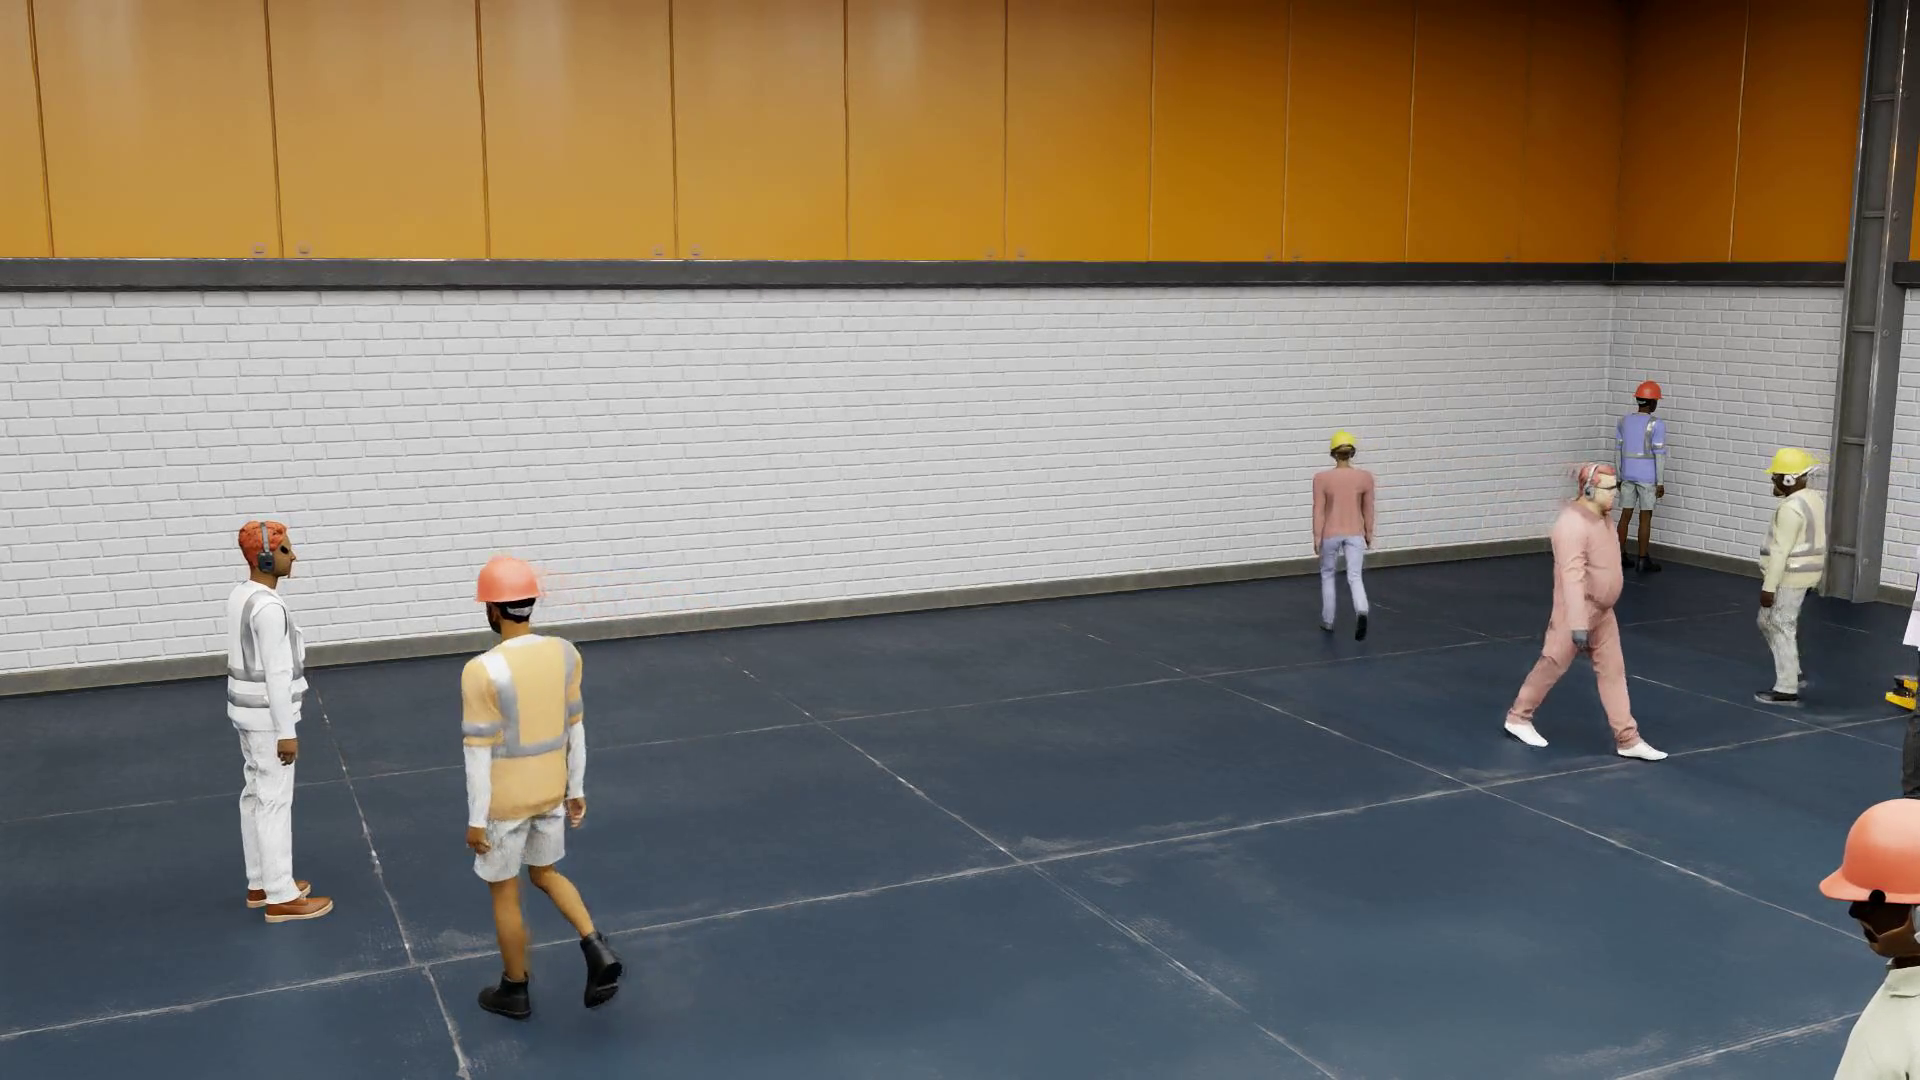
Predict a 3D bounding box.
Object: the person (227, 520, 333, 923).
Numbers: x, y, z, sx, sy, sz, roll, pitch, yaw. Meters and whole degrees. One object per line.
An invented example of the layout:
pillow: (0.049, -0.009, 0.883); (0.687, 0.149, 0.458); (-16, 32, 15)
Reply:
person: (-3.243, 0.844, 7.825); (0.359, 1.882, 0.575); (-7, 11, -36)

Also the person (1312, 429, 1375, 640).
person: (3.190, -0.042, 13.778); (0.530, 1.736, 0.775); (0, 9, -1)

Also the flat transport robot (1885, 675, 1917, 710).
flat transport robot: (7.011, 1.124, 11.063); (0.652, 0.197, 1.431); (-3, 9, -18)

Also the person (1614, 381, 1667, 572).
person: (6.923, -0.645, 16.887); (0.368, 1.935, 0.552); (-6, 11, -32)

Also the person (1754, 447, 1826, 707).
person: (5.777, 0.261, 11.623); (0.436, 1.814, 0.612); (8, 12, 40)

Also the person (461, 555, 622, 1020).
person: (-1.702, 1.018, 6.643); (0.614, 1.921, 0.543); (6, 11, 35)

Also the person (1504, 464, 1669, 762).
person: (3.911, 0.441, 10.427); (1.013, 1.857, 0.664); (9, 13, 43)

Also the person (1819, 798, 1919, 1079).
person: (1.931, 1.498, 3.441); (0.387, 1.988, 0.608); (4, 10, 24)

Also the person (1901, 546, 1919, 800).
person: (5.381, 0.629, 9.061); (0.392, 1.914, 0.587); (1, 9, 4)
